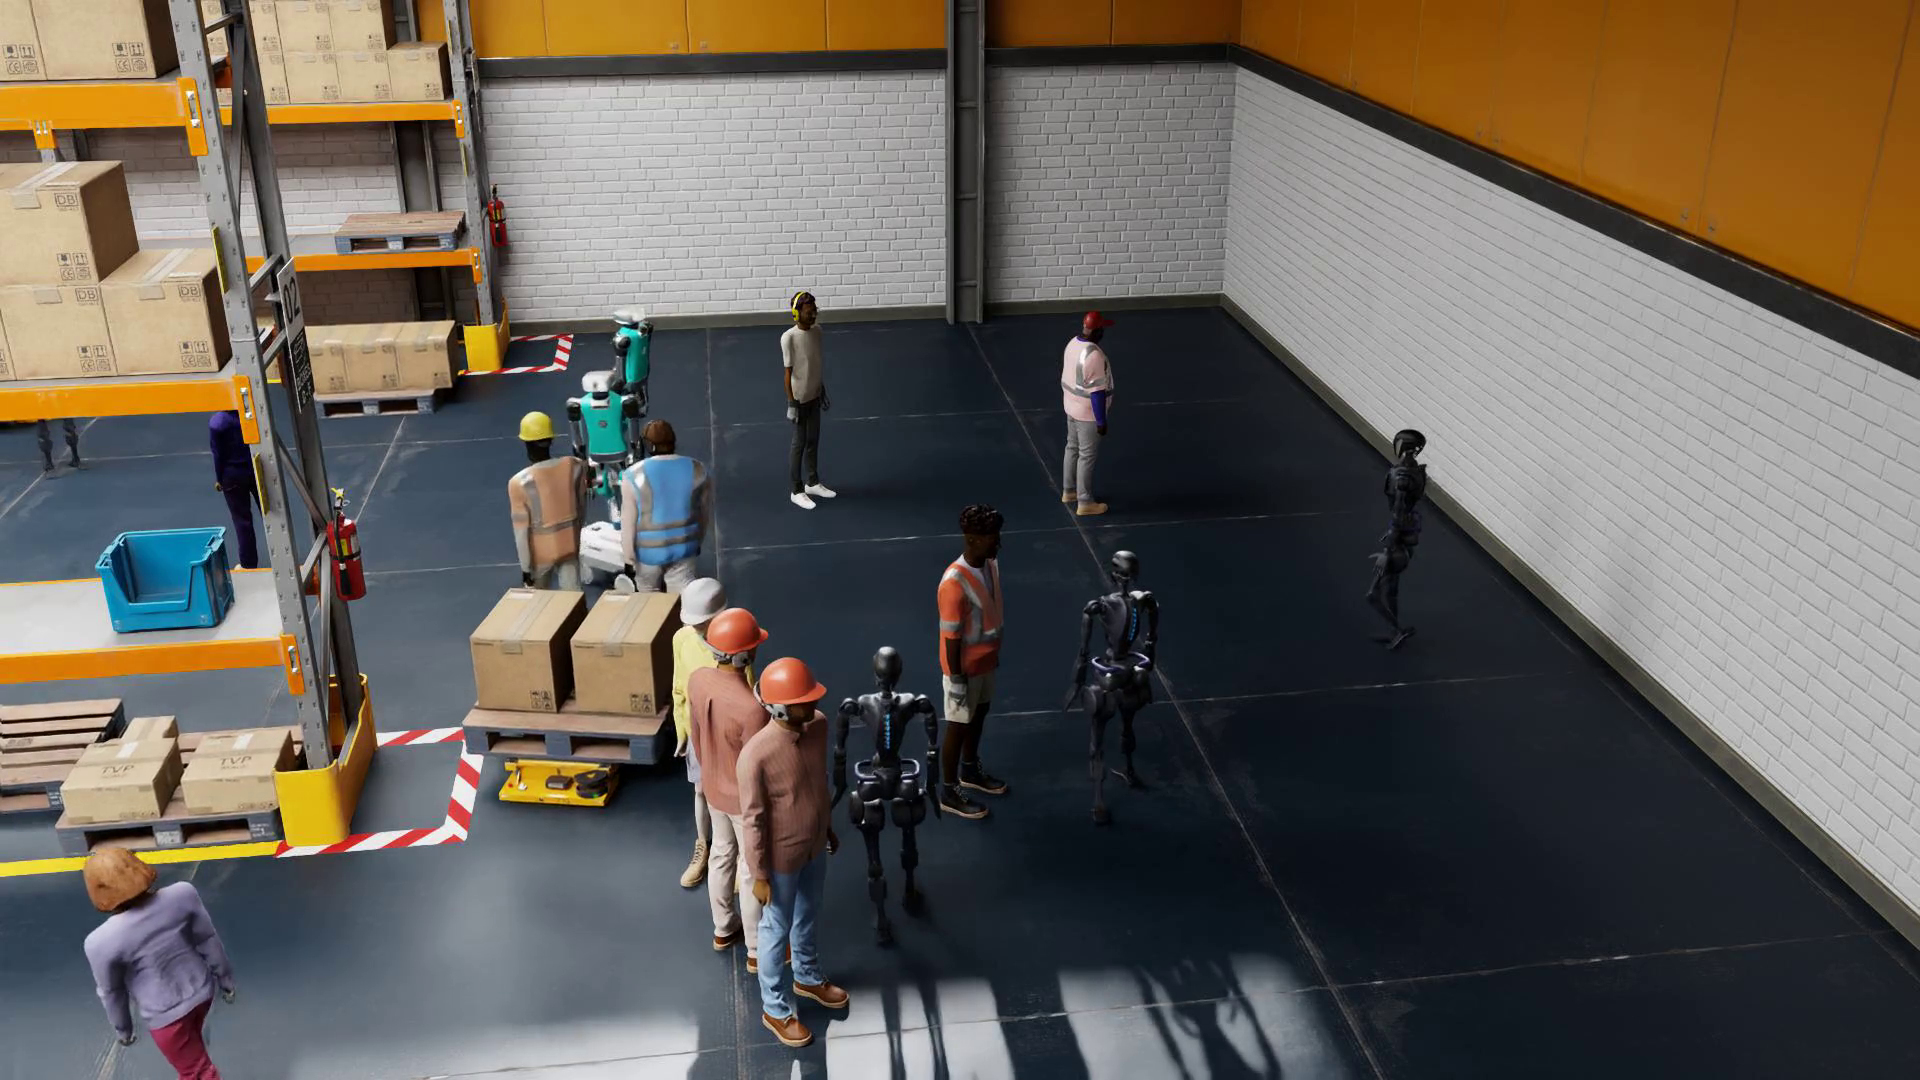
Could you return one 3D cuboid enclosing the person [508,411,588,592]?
[{"bbox_3d":[-2.834,0.015,11.344,0.610,1.894,0.816,-20,31,-38],"label":"person"}]

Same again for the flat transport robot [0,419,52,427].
[{"bbox_3d":[-9.616,-1.315,16.393,1.431,0.231,0.659,-3,24,-7],"label":"flat transport robot"}]

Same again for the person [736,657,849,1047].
[{"bbox_3d":[-0.794,1.459,7.925,0.372,1.996,0.621,14,27,29],"label":"person"}]

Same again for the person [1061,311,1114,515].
[{"bbox_3d":[1.083,-1.083,14.034,0.418,1.746,0.598,-9,25,-19],"label":"person"}]

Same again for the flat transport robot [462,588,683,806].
[{"bbox_3d":[-2.372,1.233,10.587,0.659,0.231,1.431,2,24,5],"label":"flat transport robot"}]

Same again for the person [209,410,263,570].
[{"bbox_3d":[-5.528,-0.504,12.856,0.322,1.624,0.450,19,30,36],"label":"person"}]

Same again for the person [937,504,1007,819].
[{"bbox_3d":[0.075,0.692,9.726,0.370,1.958,0.606,10,26,22],"label":"person"}]

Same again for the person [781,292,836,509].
[{"bbox_3d":[-1.290,-1.201,14.143,0.329,1.871,0.509,14,27,29],"label":"person"}]

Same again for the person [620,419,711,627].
[{"bbox_3d":[-2.016,0.051,11.367,0.650,1.806,0.656,-10,26,-22],"label":"person"}]

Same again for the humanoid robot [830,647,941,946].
[{"bbox_3d":[-0.404,1.297,8.693,0.601,1.647,0.525,-3,24,-6],"label":"humanoid robot"}]

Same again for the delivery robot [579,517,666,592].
[{"bbox_3d":[-2.584,0.114,12.777,0.796,0.592,0.499,14,27,29],"label":"delivery robot"}]

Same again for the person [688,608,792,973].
[{"bbox_3d":[-1.101,1.256,8.389,0.376,1.995,0.610,-21,31,-39],"label":"person"}]

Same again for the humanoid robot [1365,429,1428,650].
[{"bbox_3d":[3.086,-0.008,11.655,0.388,1.644,0.585,8,25,18],"label":"humanoid robot"}]

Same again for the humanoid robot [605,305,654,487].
[{"bbox_3d":[-2.957,-1.152,14.208,0.894,1.765,0.546,7,25,16],"label":"humanoid robot"}]

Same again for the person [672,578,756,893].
[{"bbox_3d":[-1.323,1.043,9.018,0.473,1.883,0.406,6,24,14],"label":"person"}]

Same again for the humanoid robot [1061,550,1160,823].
[{"bbox_3d":[0.886,0.830,9.797,0.604,1.642,0.547,-12,26,-26],"label":"humanoid robot"}]

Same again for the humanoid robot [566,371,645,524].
[{"bbox_3d":[-2.654,-0.499,12.771,0.542,1.813,0.809,-2,24,-5],"label":"humanoid robot"}]

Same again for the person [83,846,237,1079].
[{"bbox_3d":[-3.447,2.001,7.186,0.786,1.578,0.501,11,26,24],"label":"person"}]

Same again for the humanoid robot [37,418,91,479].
[{"bbox_3d":[-8.106,-1.376,14.774,0.307,1.657,0.609,20,30,38],"label":"humanoid robot"}]
